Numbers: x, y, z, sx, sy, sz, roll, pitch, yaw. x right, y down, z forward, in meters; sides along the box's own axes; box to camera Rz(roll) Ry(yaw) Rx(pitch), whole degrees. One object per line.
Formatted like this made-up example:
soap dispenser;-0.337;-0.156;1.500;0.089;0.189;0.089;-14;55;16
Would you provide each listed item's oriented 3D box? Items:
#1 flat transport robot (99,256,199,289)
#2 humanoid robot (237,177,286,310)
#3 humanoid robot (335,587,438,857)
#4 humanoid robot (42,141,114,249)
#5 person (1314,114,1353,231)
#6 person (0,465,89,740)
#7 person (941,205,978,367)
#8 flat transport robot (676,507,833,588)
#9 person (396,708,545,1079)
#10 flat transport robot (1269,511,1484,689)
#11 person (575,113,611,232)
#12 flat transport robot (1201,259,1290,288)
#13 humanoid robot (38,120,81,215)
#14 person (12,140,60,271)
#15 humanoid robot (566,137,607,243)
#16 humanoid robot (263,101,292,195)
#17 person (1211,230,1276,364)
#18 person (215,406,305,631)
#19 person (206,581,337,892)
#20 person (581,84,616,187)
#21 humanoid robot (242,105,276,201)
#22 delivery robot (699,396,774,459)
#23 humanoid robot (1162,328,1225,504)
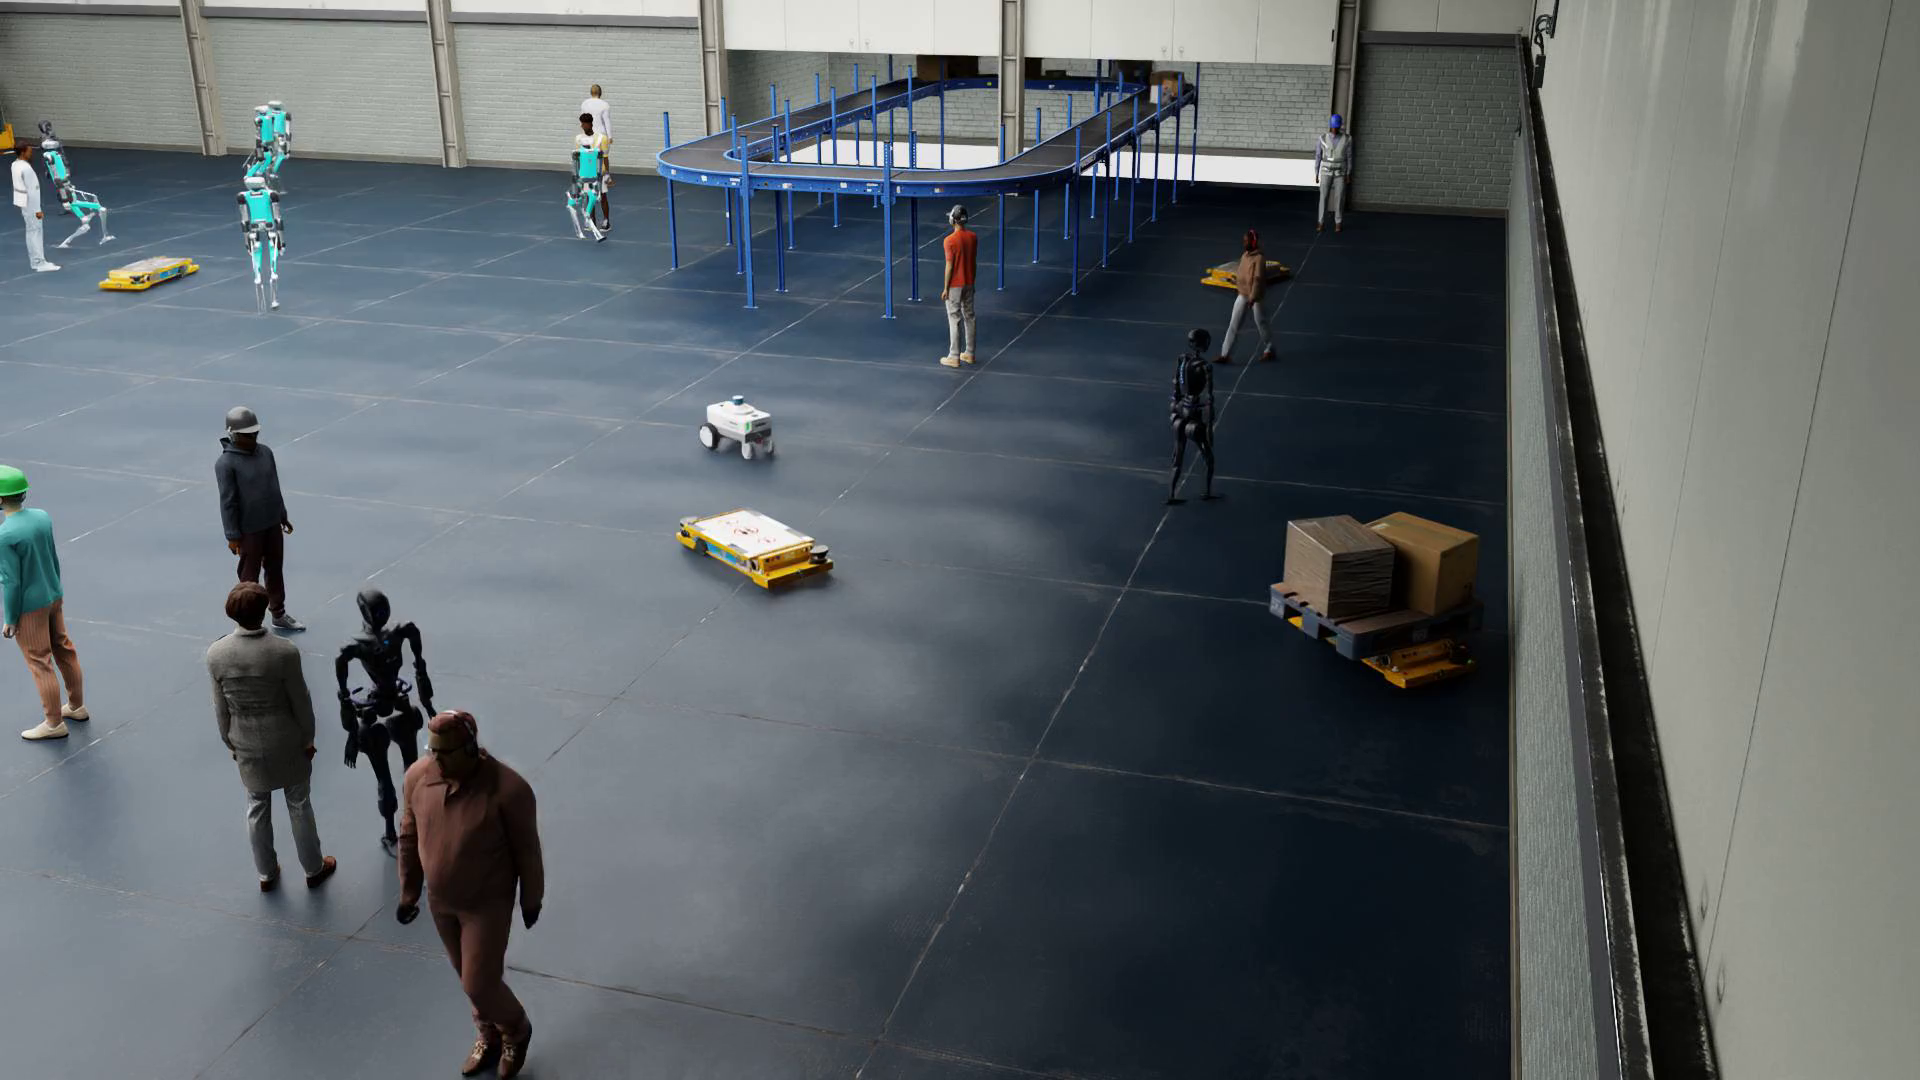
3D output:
flat transport robot;-11.842;-3.902;24.299;0.659;0.231;1.431;3;21;9
humanoid robot;-9.369;-3.885;22.366;0.538;1.895;0.708;-4;22;-11
humanoid robot;-3.298;1.017;9.590;0.352;1.651;0.603;17;27;37
humanoid robot;-13.902;-5.447;26.347;1.071;1.747;0.558;-6;22;-16
person;6.224;-6.128;27.768;0.612;1.935;0.421;3;21;8
person;-6.073;0.406;10.894;0.350;1.874;0.512;3;21;7
person;-0.024;-3.016;19.720;0.480;1.911;0.392;-17;27;-37
flat transport robot;-1.752;0.047;14.055;0.659;0.231;1.431;-17;27;-36
person;-2.274;1.647;7.657;0.646;1.891;0.466;9;23;22
flat transport robot;3.081;0.696;12.372;0.659;0.231;1.431;-10;23;-25
person;-6.131;-6.137;27.761;0.609;1.953;0.379;5;22;13
flat transport robot;4.182;-3.893;24.276;0.659;0.231;1.431;17;27;37
humanoid robot;-15.828;-6.540;29.185;0.614;1.630;0.338;10;23;25
person;-13.867;-4.979;24.800;0.375;1.916;0.595;-19;28;-40
humanoid robot;-6.019;-5.586;26.628;0.551;1.728;1.026;-16;26;-35
humanoid robot;-12.790;-7.228;30.917;0.601;1.758;0.940;2;21;4
person;3.451;-2.889;19.795;0.870;1.602;0.457;-13;24;-30
person;-5.221;-0.123;12.348;0.370;1.811;0.558;10;23;25
person;-3.805;1.091;9.179;0.503;1.832;0.365;-3;21;-6
person;-6.986;-7.812;32.124;0.634;1.936;0.353;8;23;20
humanoid robot;-12.855;-7.012;30.370;0.794;1.802;0.530;4;21;9
delivery robot;-2.246;-1.162;16.795;0.770;0.595;0.499;20;28;41
humanoid robot;2.140;-1.134;15.171;0.560;1.646;0.613;-11;24;-27
